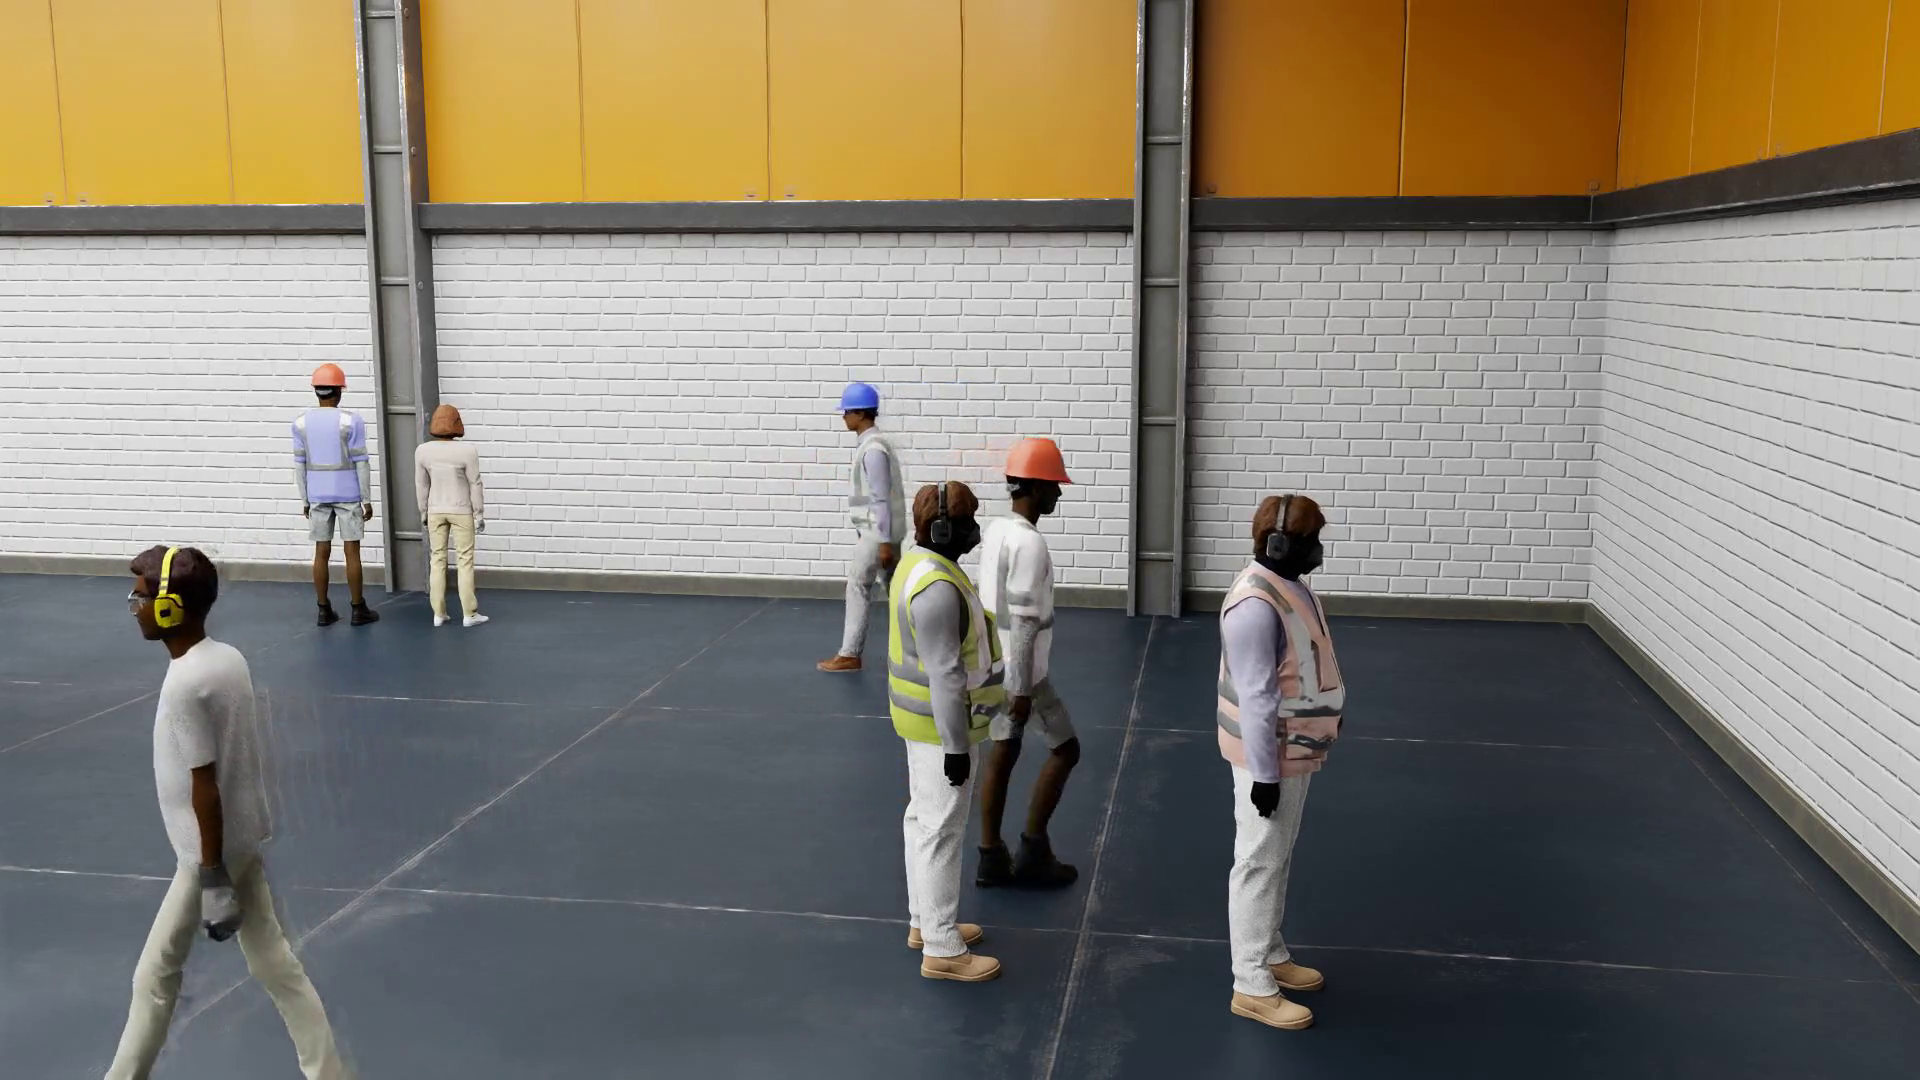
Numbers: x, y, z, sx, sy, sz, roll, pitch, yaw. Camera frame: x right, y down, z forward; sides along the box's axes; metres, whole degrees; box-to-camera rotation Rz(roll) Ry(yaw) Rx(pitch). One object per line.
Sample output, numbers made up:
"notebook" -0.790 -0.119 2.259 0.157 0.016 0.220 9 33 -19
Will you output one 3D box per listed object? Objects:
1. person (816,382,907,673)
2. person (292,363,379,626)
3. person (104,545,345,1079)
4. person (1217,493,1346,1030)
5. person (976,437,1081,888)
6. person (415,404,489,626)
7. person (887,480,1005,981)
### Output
"person" -0.436 -0.080 10.787 0.930 1.909 0.622 0 9 -3
"person" -4.571 -0.327 12.179 0.544 1.939 0.354 0 9 1
"person" -2.277 0.915 4.885 0.975 1.815 0.542 -1 9 -5
"person" 1.122 0.751 5.831 0.429 1.843 0.627 3 10 20
"person" 0.317 0.528 6.971 0.599 1.912 0.565 -3 10 -15
"person" -3.721 -0.177 12.184 0.507 1.636 0.277 1 9 8
"person" -0.050 0.694 6.182 0.429 1.844 0.627 -1 9 -9
